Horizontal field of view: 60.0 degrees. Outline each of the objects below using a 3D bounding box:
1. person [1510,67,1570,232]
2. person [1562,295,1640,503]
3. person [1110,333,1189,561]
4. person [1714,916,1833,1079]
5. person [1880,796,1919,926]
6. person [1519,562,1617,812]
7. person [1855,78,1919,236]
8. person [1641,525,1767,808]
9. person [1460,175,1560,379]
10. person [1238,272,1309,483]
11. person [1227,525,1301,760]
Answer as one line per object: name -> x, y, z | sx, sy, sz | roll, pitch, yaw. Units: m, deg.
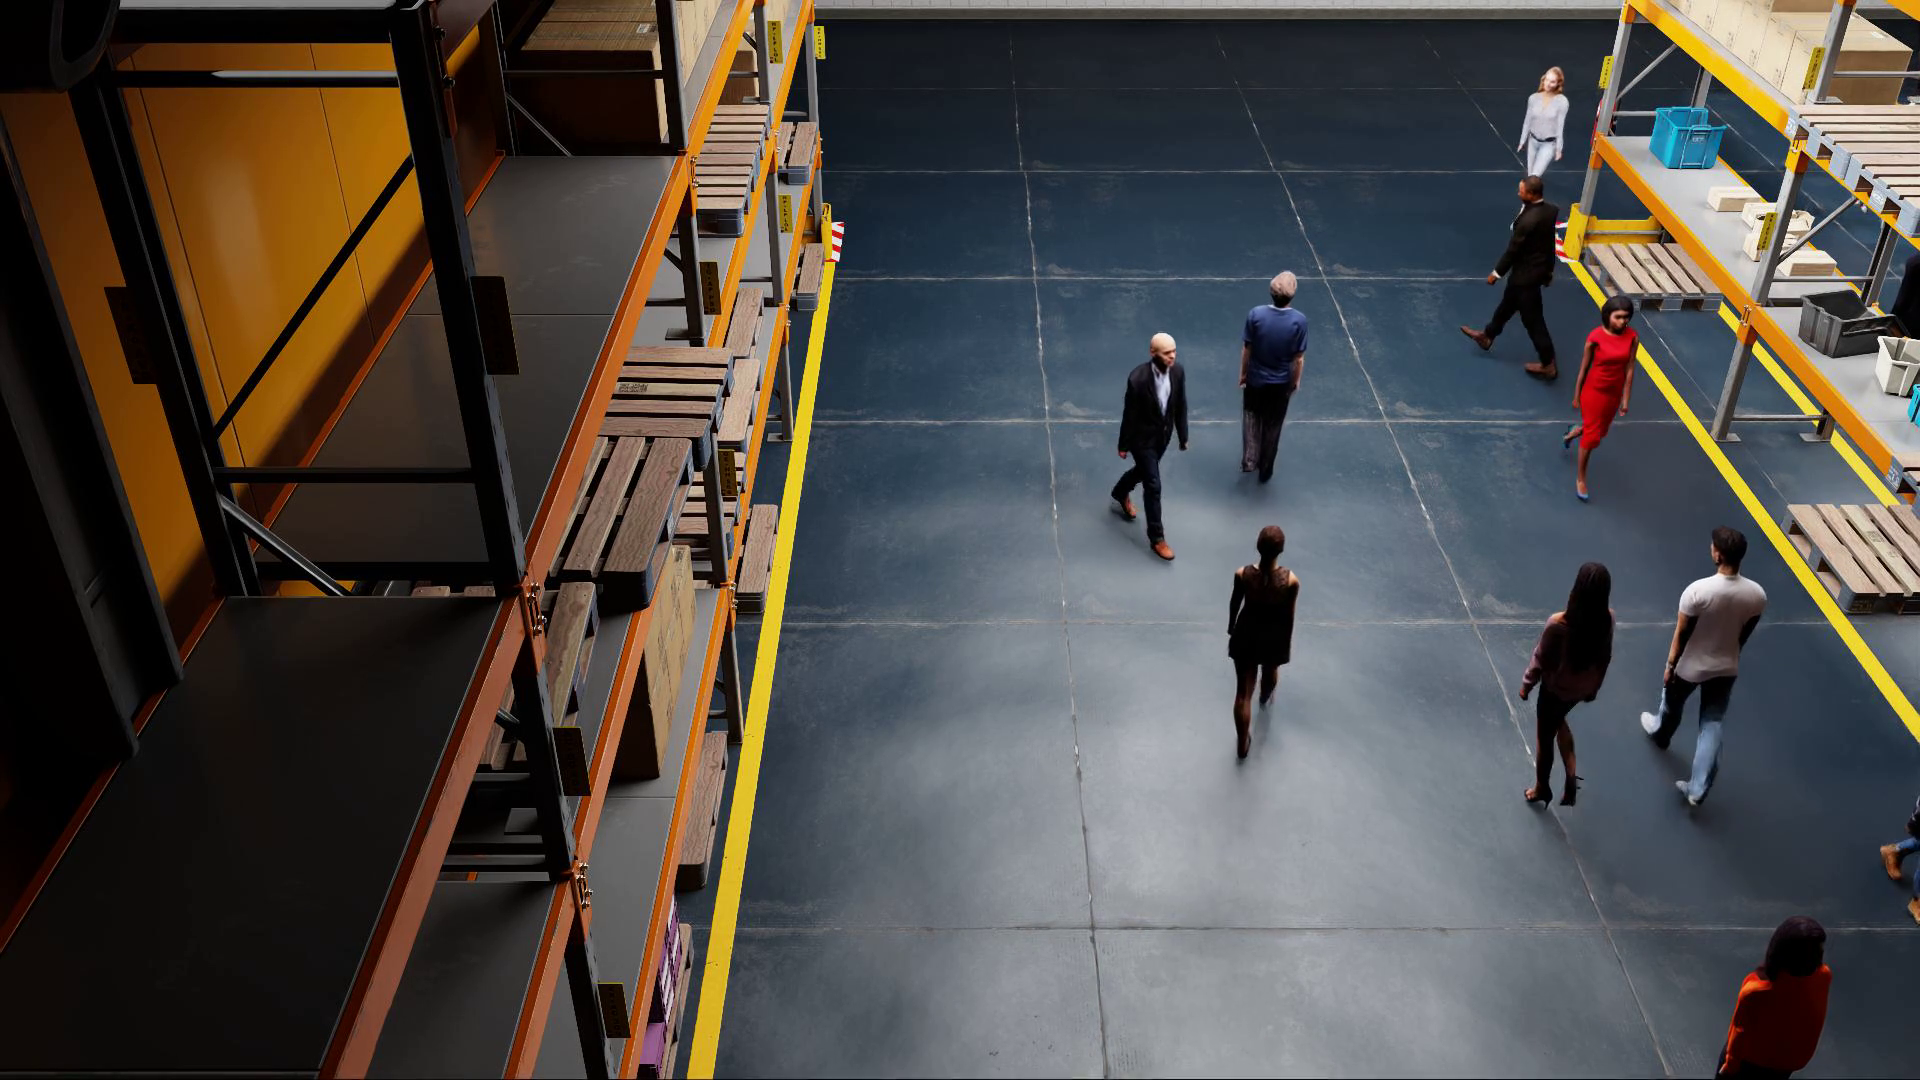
person -> 6.309, -4.230, 17.914 | 1.079, 1.754, 1.031 | -25, 41, -32
person -> 5.126, -1.193, 13.374 | 0.627, 1.722, 0.997 | -3, 34, -4
person -> 1.412, -0.816, 12.765 | 1.088, 1.768, 1.290 | -19, 38, -26
person -> 3.786, 2.441, 7.883 | 0.680, 1.748, 0.653 | -10, 35, -14
person -> 5.640, 1.590, 9.633 | 0.559, 1.228, 0.858 | -4, 34, -6
person -> 3.705, 0.972, 10.046 | 0.744, 1.800, 0.807 | -11, 35, -16
person -> 10.045, -4.148, 17.782 | 0.950, 1.764, 0.905 | 24, 40, 31
person -> 4.634, 0.831, 10.249 | 0.737, 1.810, 1.187 | 2, 34, 4
person -> 5.185, -2.309, 14.949 | 1.288, 1.837, 1.294 | 29, 43, 36
person -> 2.474, -1.242, 13.327 | 0.761, 1.854, 0.808 | 8, 34, 12
person -> 1.898, 0.685, 10.620 | 0.761, 1.641, 1.092 | 8, 35, 13
